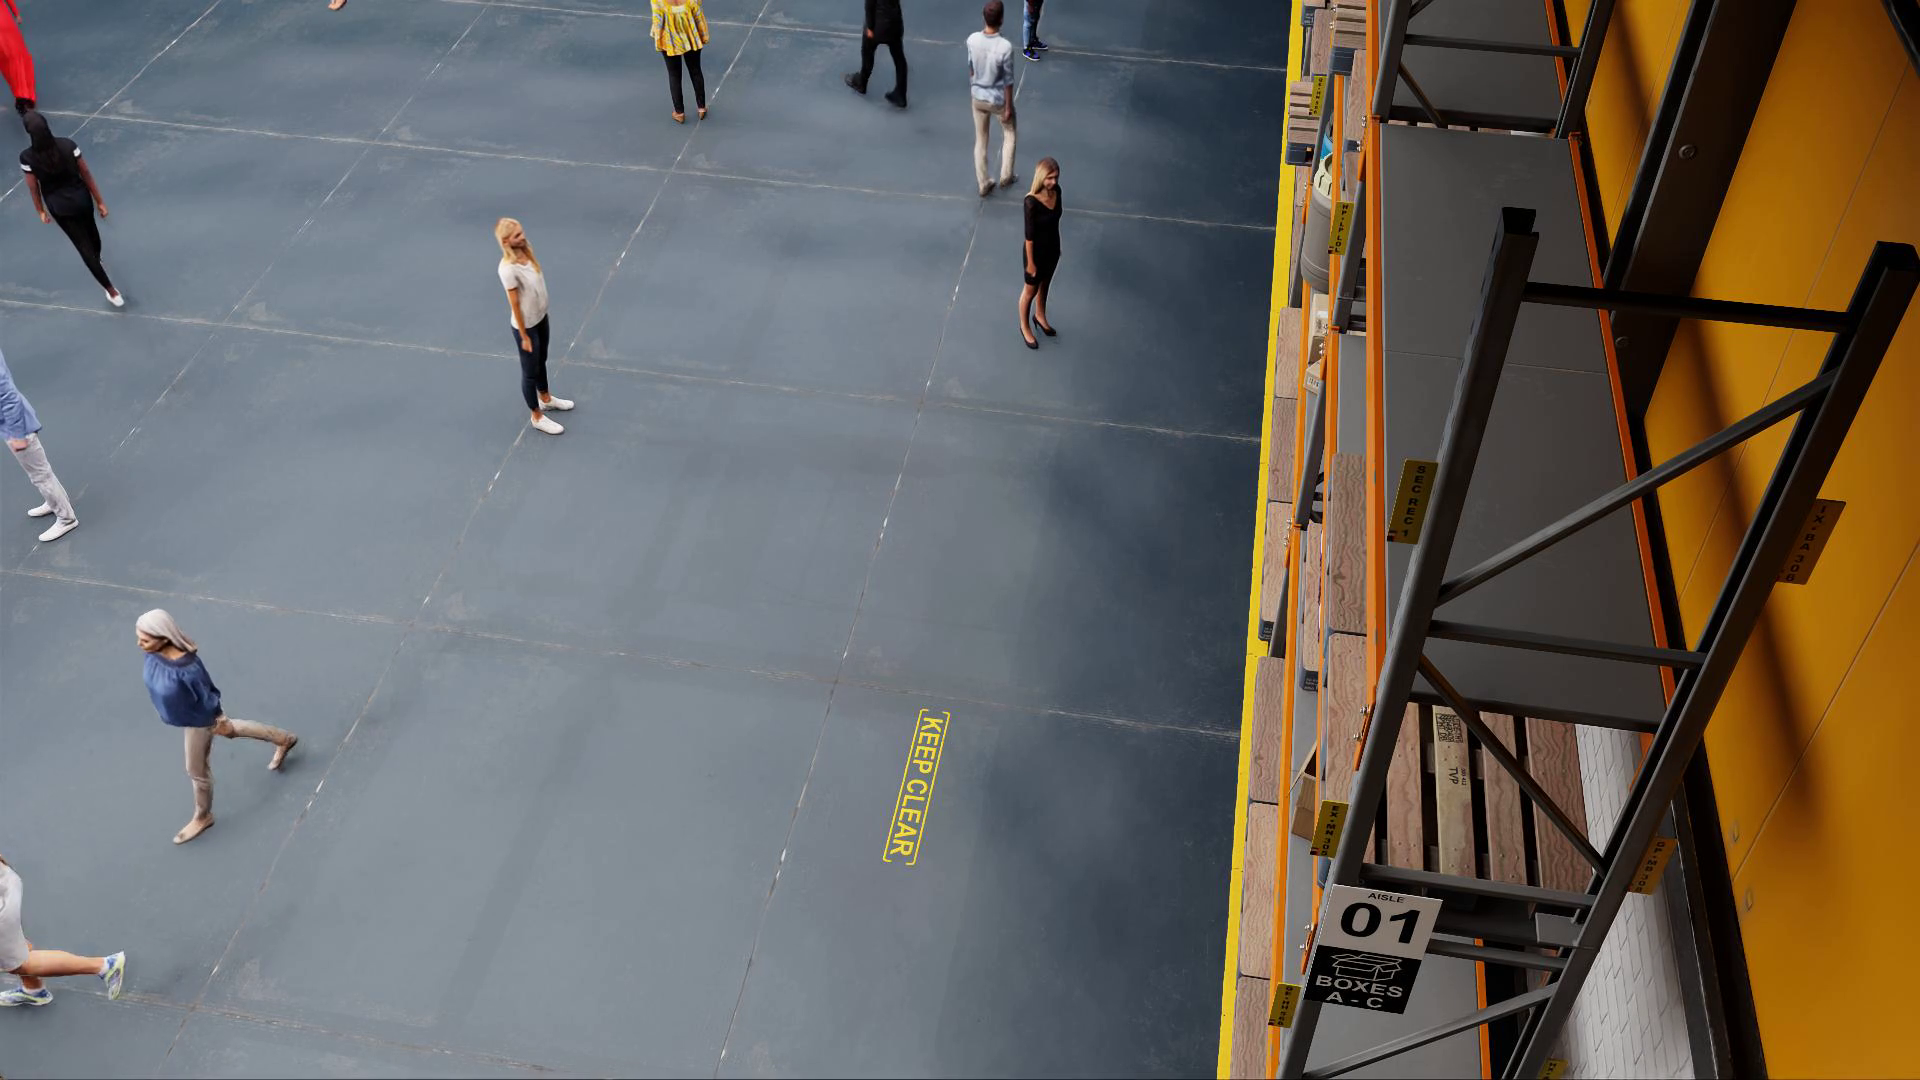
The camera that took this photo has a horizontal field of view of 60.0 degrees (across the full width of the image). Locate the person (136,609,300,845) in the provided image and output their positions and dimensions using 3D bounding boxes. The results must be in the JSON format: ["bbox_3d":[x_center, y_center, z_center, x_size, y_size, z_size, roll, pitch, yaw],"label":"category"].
[{"bbox_3d":[-4.429,0.975,9.849,1.007,1.656,1.240,30,51,28],"label":"person"}]

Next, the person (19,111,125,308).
[{"bbox_3d":[-7.266,-2.686,13.660,1.147,1.690,1.163,-29,51,-27],"label":"person"}]

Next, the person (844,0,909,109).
[{"bbox_3d":[-0.676,-4.969,16.017,1.028,1.744,1.038,-33,53,-30],"label":"person"}]

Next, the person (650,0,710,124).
[{"bbox_3d":[-2.673,-4.778,15.882,0.867,1.653,0.916,-14,45,-15],"label":"person"}]

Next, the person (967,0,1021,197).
[{"bbox_3d":[0.234,-3.891,14.819,0.745,1.835,0.778,19,47,19],"label":"person"}]

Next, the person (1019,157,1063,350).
[{"bbox_3d":[0.645,-2.305,13.268,0.674,1.677,0.561,31,52,28],"label":"person"}]

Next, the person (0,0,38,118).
[{"bbox_3d":[-9.227,-4.892,15.933,0.887,1.759,1.130,-10,45,-11],"label":"person"}]

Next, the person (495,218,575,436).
[{"bbox_3d":[-3.231,-1.623,12.458,0.666,1.808,0.443,5,44,5],"label":"person"}]

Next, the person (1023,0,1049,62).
[{"bbox_3d":[0.759,-5.573,17.005,0.605,1.255,0.475,16,46,16],"label":"person"}]

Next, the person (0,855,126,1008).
[{"bbox_3d":[-5.016,1.892,8.756,1.047,1.825,1.103,-13,45,-13],"label":"person"}]

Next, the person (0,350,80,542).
[{"bbox_3d":[-6.584,-0.829,11.568,0.796,1.886,0.734,-26,49,-24],"label":"person"}]
